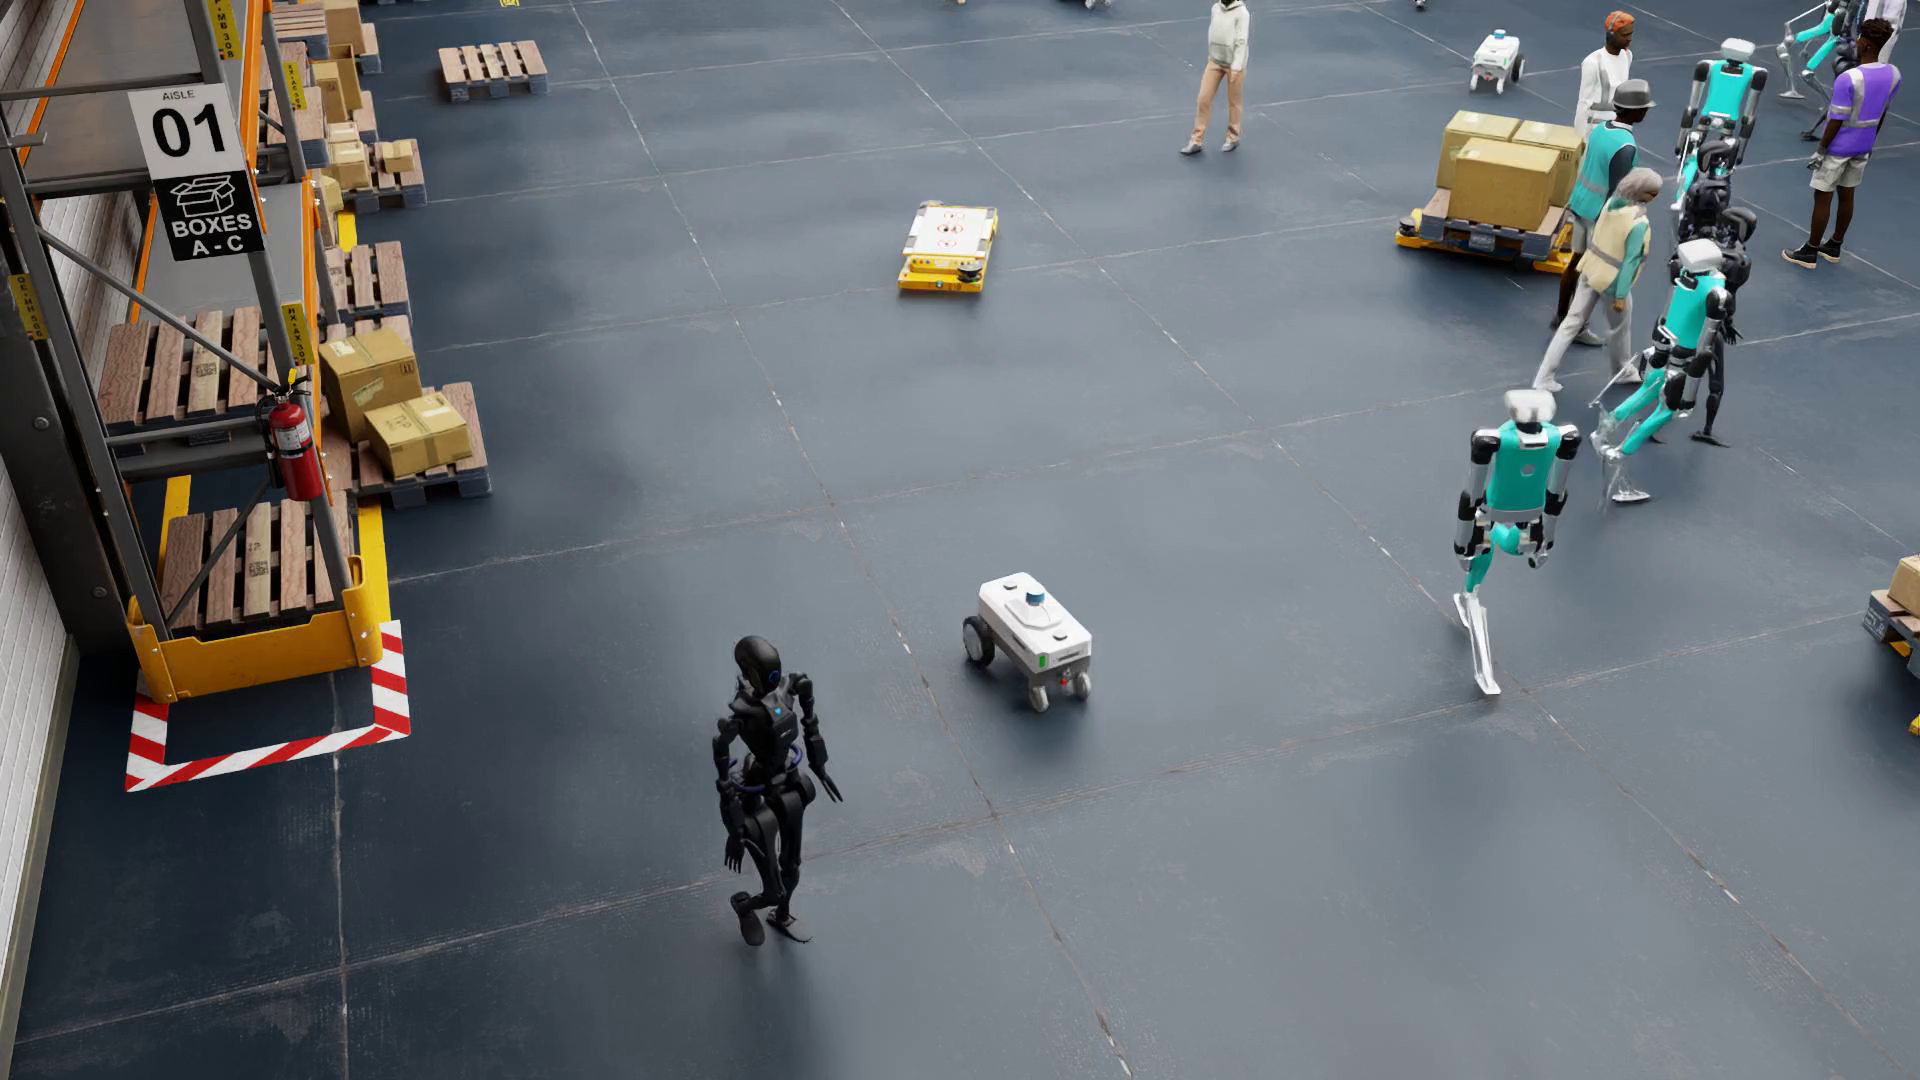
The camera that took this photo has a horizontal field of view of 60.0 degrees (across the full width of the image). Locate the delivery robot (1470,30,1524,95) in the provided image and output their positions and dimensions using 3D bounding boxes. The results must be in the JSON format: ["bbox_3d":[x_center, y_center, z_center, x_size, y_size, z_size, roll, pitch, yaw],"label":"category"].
[{"bbox_3d":[5.555,-4.978,17.242,0.499,0.606,0.796,15,36,21],"label":"delivery robot"}]

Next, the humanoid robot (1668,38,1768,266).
[{"bbox_3d":[5.885,-2.978,13.107,0.532,1.776,0.906,15,36,22],"label":"humanoid robot"}]

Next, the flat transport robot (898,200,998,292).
[{"bbox_3d":[-0.080,-2.399,13.538,0.659,0.231,1.431,4,33,5],"label":"flat transport robot"}]

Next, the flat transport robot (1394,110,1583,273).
[{"bbox_3d":[4.380,-2.504,13.699,1.431,0.231,0.659,16,36,22],"label":"flat transport robot"}]

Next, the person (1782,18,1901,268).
[{"bbox_3d":[6.954,-3.107,13.071,0.611,1.963,0.362,-13,35,-19],"label":"person"}]

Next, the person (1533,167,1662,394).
[{"bbox_3d":[4.399,-1.752,11.263,0.920,1.652,0.497,-9,34,-14],"label":"person"}]

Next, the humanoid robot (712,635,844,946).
[{"bbox_3d":[-0.774,1.060,6.946,0.351,1.650,0.591,26,41,34],"label":"humanoid robot"}]

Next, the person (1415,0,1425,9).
[{"bbox_3d":[5.430,-7.214,19.537,0.564,1.784,0.948,11,35,16],"label":"person"}]

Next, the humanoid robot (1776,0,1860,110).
[{"bbox_3d":[8.451,-5.074,16.316,0.867,1.796,0.545,4,33,5],"label":"humanoid robot"}]

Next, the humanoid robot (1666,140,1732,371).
[{"bbox_3d":[5.185,-2.007,11.667,0.361,1.636,0.608,0,33,-1],"label":"humanoid robot"}]

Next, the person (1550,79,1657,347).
[{"bbox_3d":[4.591,-2.347,11.930,0.430,1.938,0.564,-2,33,-3],"label":"person"}]

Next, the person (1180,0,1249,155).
[{"bbox_3d":[2.388,-4.307,15.209,0.463,1.639,0.729,25,41,33],"label":"person"}]

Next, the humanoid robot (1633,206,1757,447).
[{"bbox_3d":[4.813,-1.340,10.647,0.608,1.643,0.592,21,39,29],"label":"humanoid robot"}]

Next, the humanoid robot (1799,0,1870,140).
[{"bbox_3d":[8.293,-4.447,15.409,0.422,1.642,0.594,-9,34,-14],"label":"humanoid robot"}]

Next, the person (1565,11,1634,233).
[{"bbox_3d":[5.161,-3.321,13.476,0.574,1.882,0.356,-25,41,-33],"label":"person"}]

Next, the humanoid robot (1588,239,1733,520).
[{"bbox_3d":[4.044,-0.879,9.959,0.713,1.899,0.550,-4,33,-7],"label":"humanoid robot"}]

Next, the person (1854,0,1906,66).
[{"bbox_3d":[8.399,-4.476,15.208,0.383,1.929,0.543,6,34,9],"label":"person"}]

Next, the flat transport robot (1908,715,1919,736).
[{"bbox_3d":[5.589,0.798,8.634,1.431,0.231,0.659,-25,41,-33],"label":"flat transport robot"}]

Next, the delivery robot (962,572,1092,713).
[{"bbox_3d":[0.390,0.489,8.820,0.499,0.566,0.739,-16,37,-23],"label":"delivery robot"}]

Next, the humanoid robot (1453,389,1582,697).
[{"bbox_3d":[2.780,-0.105,8.719,0.545,1.757,1.055,-1,33,-2],"label":"humanoid robot"}]

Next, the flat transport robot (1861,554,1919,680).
[{"bbox_3d":[5.520,0.767,8.683,0.659,0.231,1.431,-5,33,-8],"label":"flat transport robot"}]

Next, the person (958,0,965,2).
[{"bbox_3d":[0.024,-7.364,19.705,0.478,1.847,0.549,1,33,2],"label":"person"}]

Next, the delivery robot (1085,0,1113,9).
[{"bbox_3d":[1.498,-6.702,19.860,0.499,0.577,0.769,-19,38,-26],"label":"delivery robot"}]
